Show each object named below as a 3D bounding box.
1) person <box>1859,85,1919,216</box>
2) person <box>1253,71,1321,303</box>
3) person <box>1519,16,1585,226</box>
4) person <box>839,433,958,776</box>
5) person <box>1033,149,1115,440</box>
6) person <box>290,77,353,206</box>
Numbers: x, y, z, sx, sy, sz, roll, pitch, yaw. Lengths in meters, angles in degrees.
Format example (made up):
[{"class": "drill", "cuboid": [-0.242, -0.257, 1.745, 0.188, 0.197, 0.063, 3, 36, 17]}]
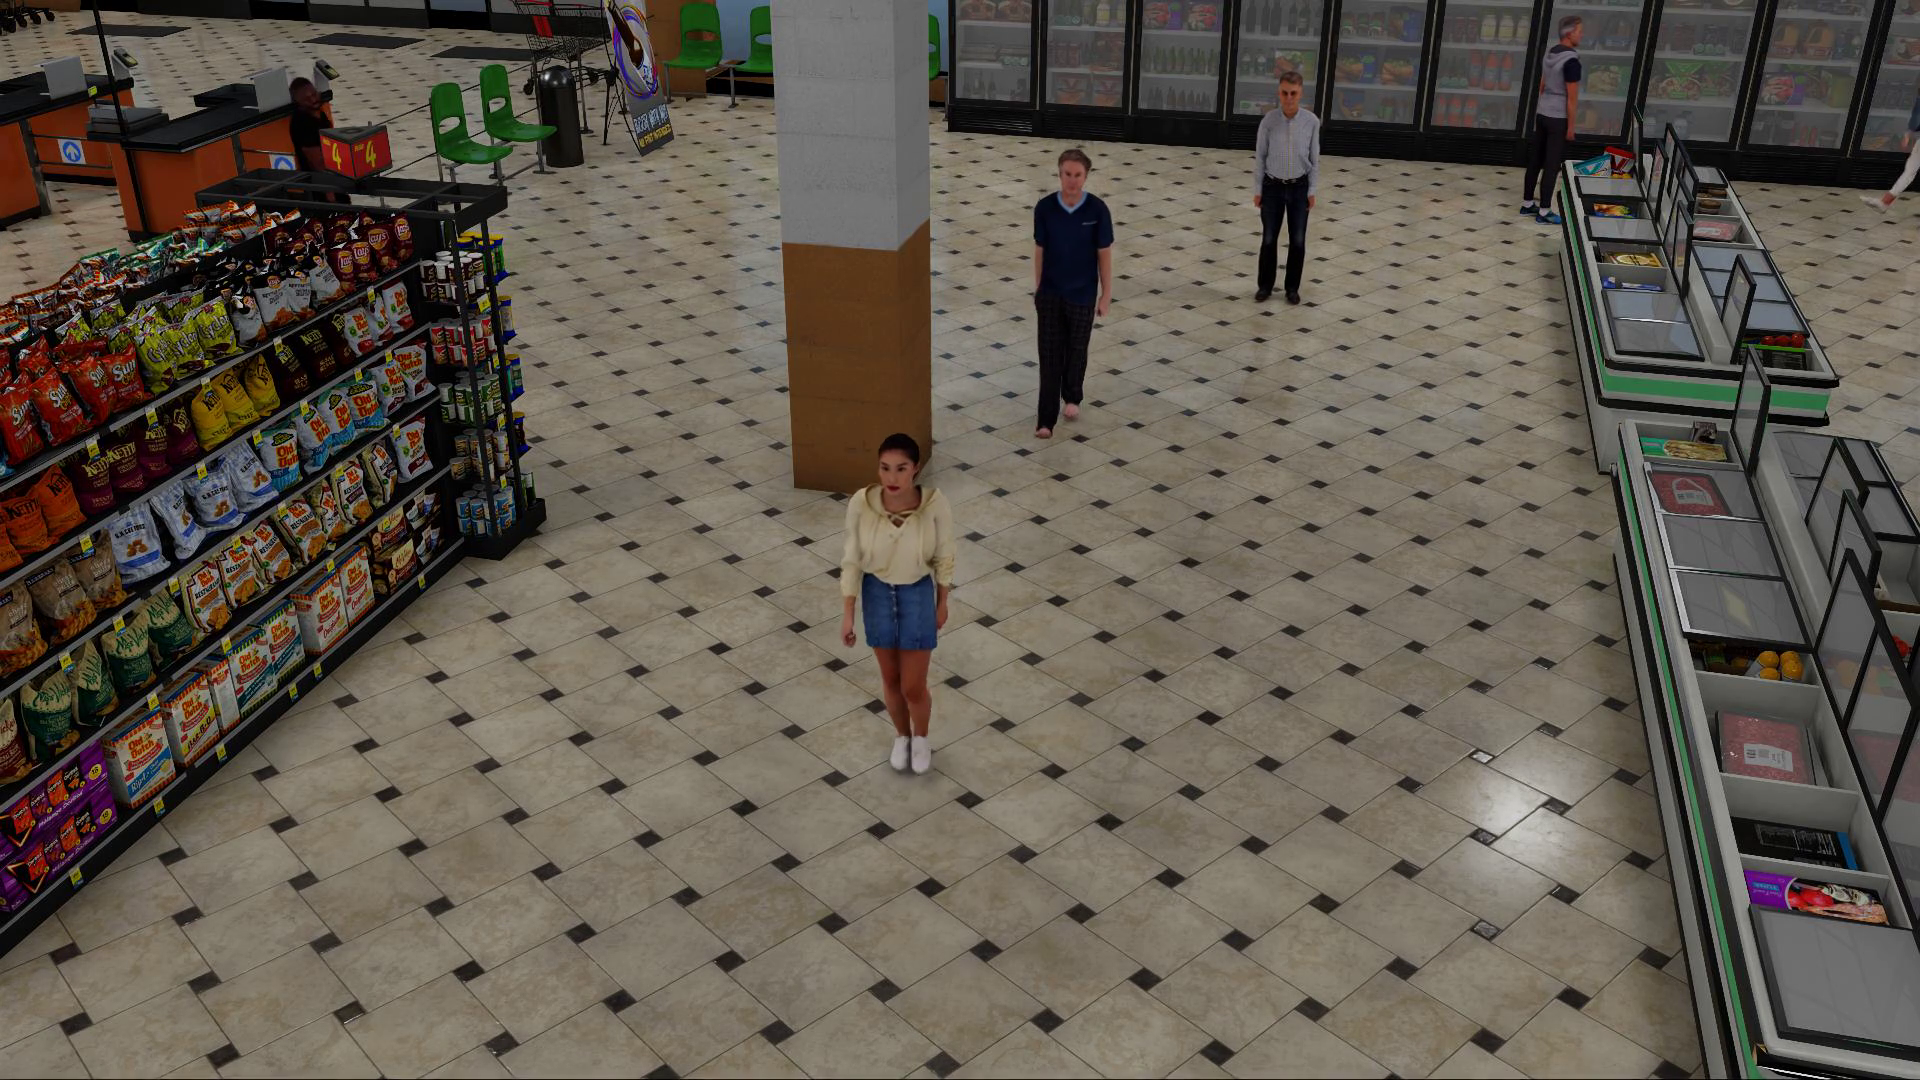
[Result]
[{"class": "person", "cuboid": [8.770, -3.582, 14.844, 1.110, 1.642, 1.101, -15, 31, -27]}, {"class": "person", "cuboid": [2.557, -2.769, 13.049, 0.672, 1.814, 0.590, 4, 27, 7]}, {"class": "person", "cuboid": [5.378, -3.809, 15.090, 0.827, 1.825, 0.671, -5, 27, -9]}, {"class": "person", "cuboid": [-0.258, 0.261, 7.291, 0.660, 1.619, 0.624, 4, 27, 8]}, {"class": "person", "cuboid": [0.704, -1.606, 10.737, 0.765, 1.831, 1.163, 4, 27, 7]}, {"class": "person", "cuboid": [-5.022, -2.752, 13.074, 0.911, 1.762, 0.699, -9, 28, -17]}]
